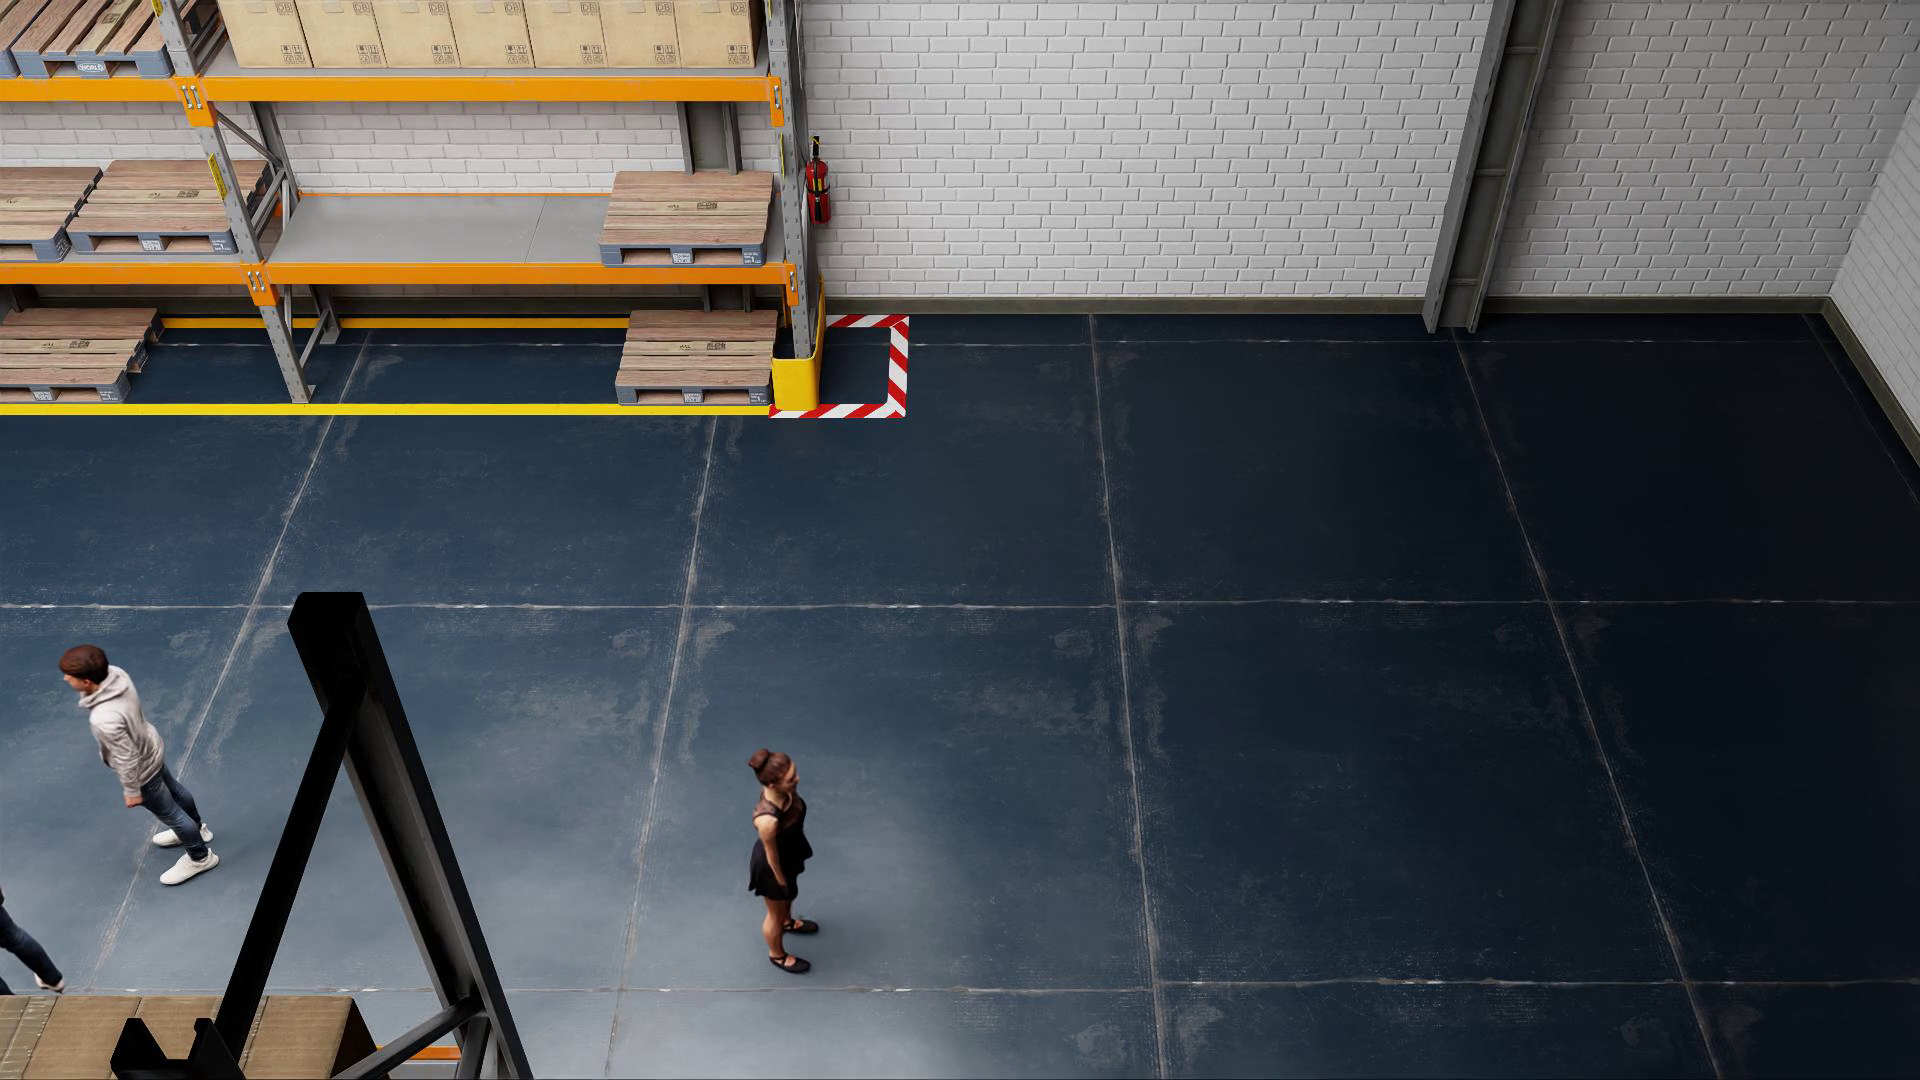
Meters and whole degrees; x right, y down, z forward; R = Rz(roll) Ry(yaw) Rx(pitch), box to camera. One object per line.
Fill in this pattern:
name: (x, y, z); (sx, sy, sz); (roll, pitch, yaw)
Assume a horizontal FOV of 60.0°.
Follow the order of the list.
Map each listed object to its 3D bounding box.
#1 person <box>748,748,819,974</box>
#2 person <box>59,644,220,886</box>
person: (-0.977, 1.700, 8.998); (0.608, 1.677, 0.614); (9, 44, 9)
person: (-4.606, 1.237, 9.357); (0.721, 1.852, 0.751); (-17, 46, -17)
